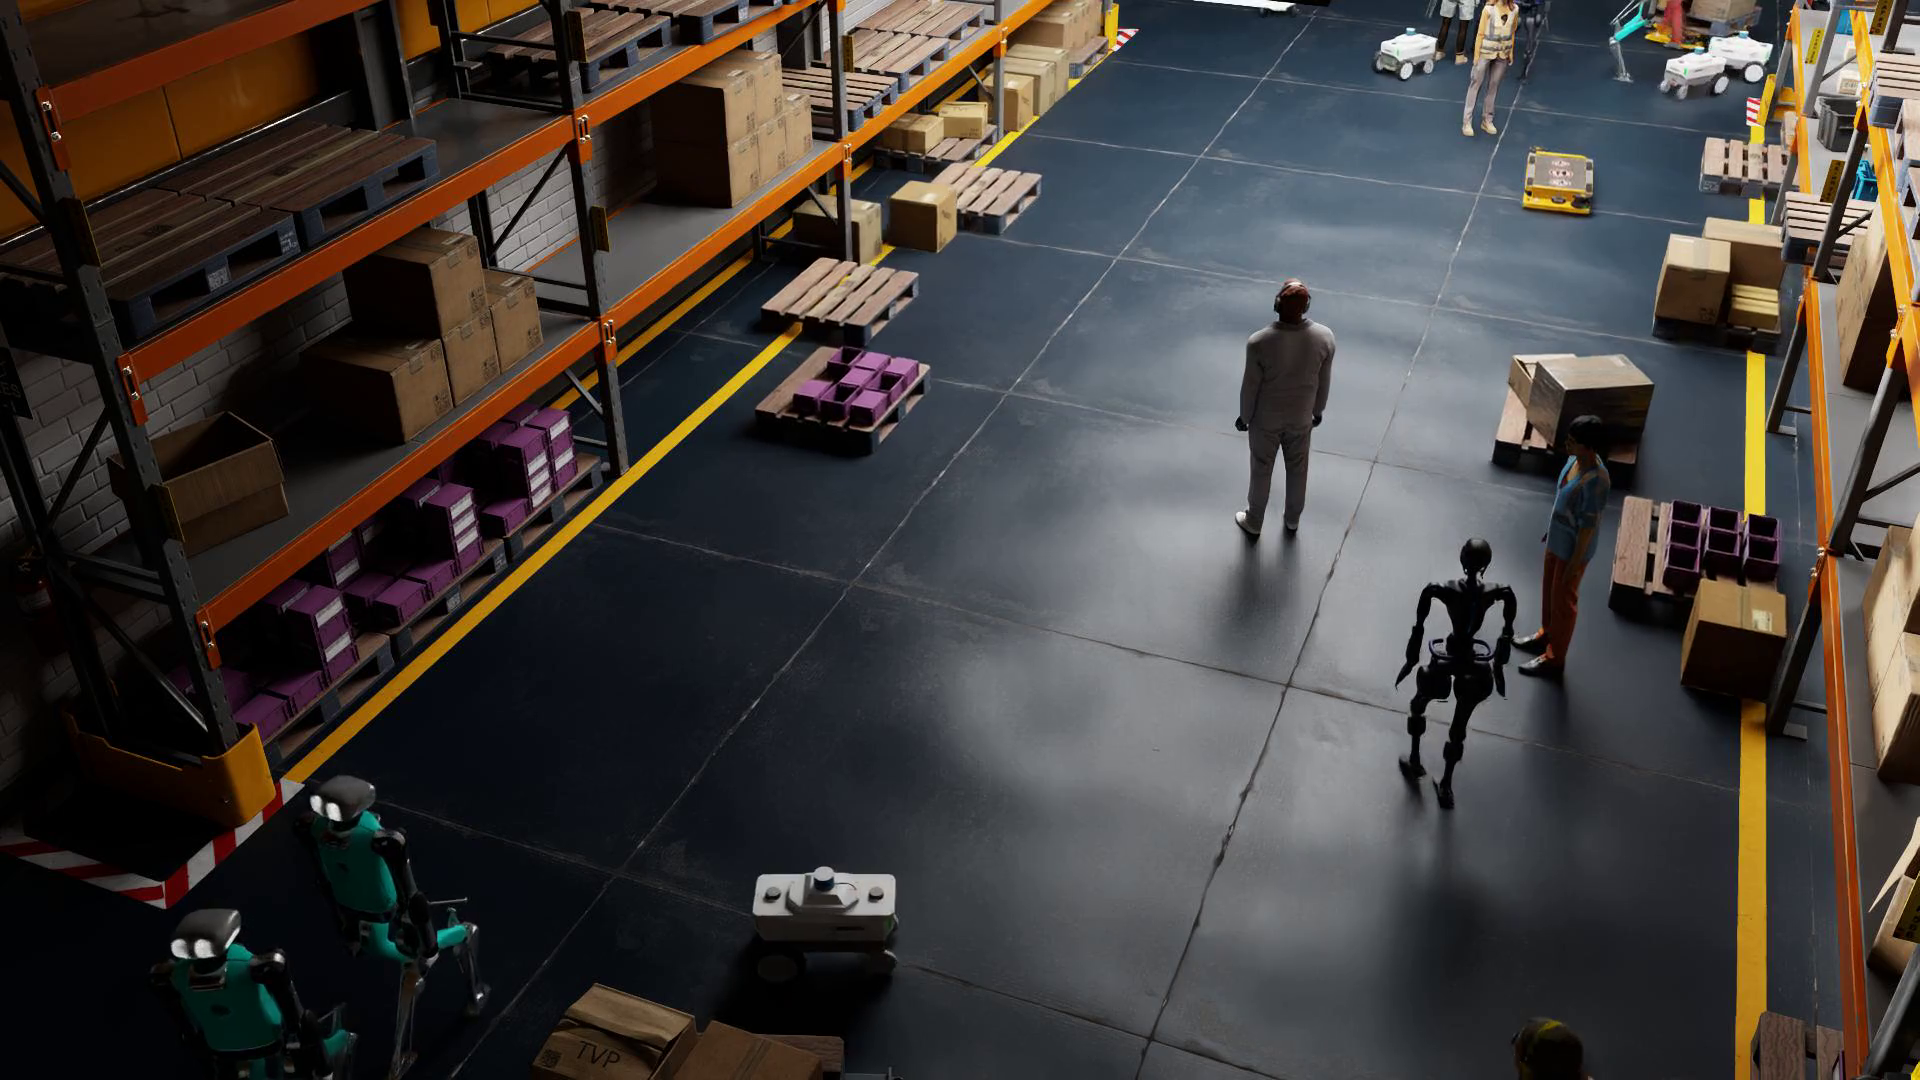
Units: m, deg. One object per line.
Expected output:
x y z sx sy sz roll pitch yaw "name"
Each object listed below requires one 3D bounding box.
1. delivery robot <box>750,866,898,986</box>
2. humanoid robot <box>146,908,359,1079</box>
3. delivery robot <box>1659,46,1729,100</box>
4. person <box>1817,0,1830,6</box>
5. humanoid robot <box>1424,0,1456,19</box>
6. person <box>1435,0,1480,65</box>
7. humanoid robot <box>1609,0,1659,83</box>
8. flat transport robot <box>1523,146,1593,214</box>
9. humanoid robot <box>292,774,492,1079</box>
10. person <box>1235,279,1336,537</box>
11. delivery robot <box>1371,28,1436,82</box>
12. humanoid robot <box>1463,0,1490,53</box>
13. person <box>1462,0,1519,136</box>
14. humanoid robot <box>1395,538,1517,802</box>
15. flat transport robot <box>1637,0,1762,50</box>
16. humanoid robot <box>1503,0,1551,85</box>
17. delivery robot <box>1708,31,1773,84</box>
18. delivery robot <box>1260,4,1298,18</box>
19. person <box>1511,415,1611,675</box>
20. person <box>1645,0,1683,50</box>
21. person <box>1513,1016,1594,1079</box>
-0.697 1.908 8.394 0.815 0.614 0.499 0 33 0 "delivery robot"
-2.884 2.097 7.010 0.574 1.775 0.888 -2 33 -3 "humanoid robot"
8.882 -5.645 20.077 0.793 0.608 0.499 -15 36 -22 "delivery robot"
12.092 -8.374 23.268 0.806 1.653 0.477 23 40 32 "person"
6.669 -7.898 22.557 0.831 1.874 0.551 -19 37 -26 "humanoid robot"
6.287 -6.838 20.865 0.534 1.693 0.320 22 39 30 "person"
8.225 -6.478 20.258 0.701 1.765 0.532 8 34 12 "humanoid robot"
6.269 -3.770 17.426 0.659 0.231 1.431 10 34 15 "flat transport robot"
-2.522 1.670 7.674 0.549 1.784 0.877 10 34 15 "humanoid robot"
2.212 -0.903 11.480 0.638 1.910 0.409 -5 33 -8 "person"
5.540 -6.045 20.700 0.790 0.613 0.499 -20 38 -27 "delivery robot"
6.748 -6.923 21.018 0.483 1.653 0.590 -6 33 -9 "humanoid robot"
5.961 -5.409 18.573 0.463 1.775 0.323 -6 33 -9 "person"
2.745 0.696 9.221 0.607 1.642 0.483 1 33 2 "humanoid robot"
9.800 -6.795 22.107 1.431 0.231 0.659 -25 40 -33 "flat transport robot"
6.884 -6.417 20.245 0.593 1.652 0.457 4 33 7 "humanoid robot"
9.669 -5.989 20.610 0.805 0.609 0.499 16 36 23 "delivery robot"
4.413 -7.551 23.029 0.499 0.610 0.814 2 33 3 "delivery robot"
3.707 0.027 10.178 0.335 1.759 0.495 1 33 2 "person"
9.192 -7.253 21.460 0.529 1.741 0.749 -19 37 -27 "person"
2.033 2.452 6.336 0.582 1.845 0.800 -17 37 -25 "person"
